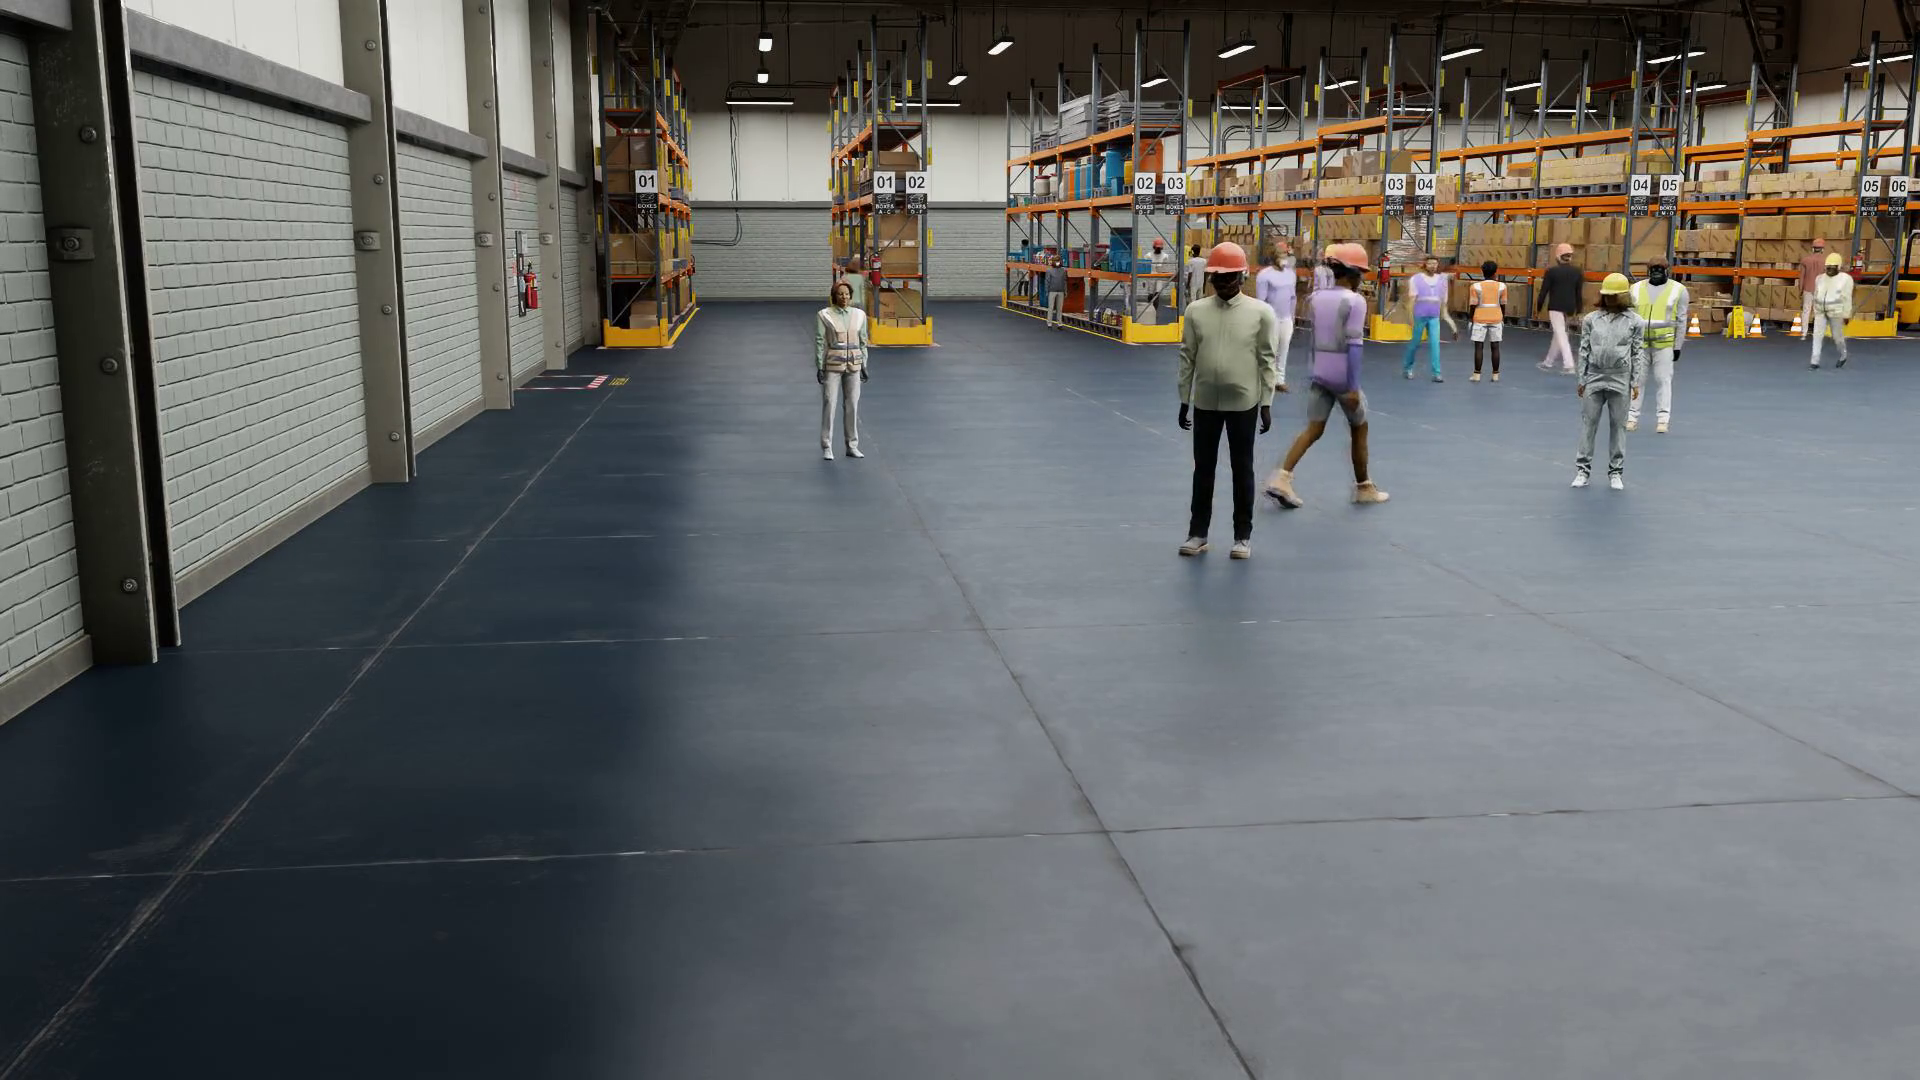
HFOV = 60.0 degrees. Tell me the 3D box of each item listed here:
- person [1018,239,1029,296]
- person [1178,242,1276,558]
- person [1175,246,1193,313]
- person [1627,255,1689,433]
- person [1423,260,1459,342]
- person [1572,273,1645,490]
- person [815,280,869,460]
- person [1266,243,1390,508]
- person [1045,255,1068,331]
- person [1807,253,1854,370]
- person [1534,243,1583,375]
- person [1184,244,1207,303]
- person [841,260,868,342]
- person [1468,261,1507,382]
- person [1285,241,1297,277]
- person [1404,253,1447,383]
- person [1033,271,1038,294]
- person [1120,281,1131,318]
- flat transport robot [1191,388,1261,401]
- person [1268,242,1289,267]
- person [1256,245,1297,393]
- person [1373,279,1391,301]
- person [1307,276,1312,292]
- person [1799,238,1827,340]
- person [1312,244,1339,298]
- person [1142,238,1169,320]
[{"bbox_3d":[2.039,-8.516,52.483,0.361,1.963,0.613,-8,13,-38],"label":"person"},{"bbox_3d":[1.670,-0.873,10.509,0.622,1.989,0.399,4,11,23],"label":"person"},{"bbox_3d":[5.698,-6.512,41.964,0.590,1.791,0.852,0,10,0],"label":"person"},{"bbox_3d":[7.196,-2.028,17.288,0.625,1.836,0.428,7,13,34],"label":"person"},{"bbox_3d":[9.362,-4.634,32.232,0.761,1.596,0.543,-3,11,-18],"label":"person"},{"bbox_3d":[5.222,-1.271,13.396,0.483,1.737,0.312,5,11,25],"label":"person"},{"bbox_3d":[-1.079,-1.553,15.209,0.523,1.638,0.310,-5,12,-27],"label":"person"},{"bbox_3d":[2.768,-1.223,12.468,1.051,1.994,0.611,-5,12,-27],"label":"person"},{"bbox_3d":[2.095,-5.359,36.088,0.507,1.631,0.266,-3,11,-16],"label":"person"},{"bbox_3d":[13.339,-3.486,25.407,0.848,1.797,0.594,-8,13,-38],"label":"person"},{"bbox_3d":[8.884,-3.406,24.597,0.607,1.937,1.080,-3,11,-16],"label":"person"},{"bbox_3d":[5.085,-5.434,35.897,0.521,1.856,0.328,-5,12,-26],"label":"person"},{"bbox_3d":[-1.966,-4.369,30.737,0.527,1.607,0.600,-7,13,-36],"label":"person"},{"bbox_3d":[7.359,-3.045,23.228,0.529,1.697,0.321,0,10,1],"label":"person"},{"bbox_3d":[7.052,-5.495,36.042,0.622,1.932,0.369,-7,13,-34],"label":"person"},{"bbox_3d":[6.562,-3.143,23.498,0.580,1.803,0.969,-2,10,-10],"label":"person"},{"bbox_3d":[2.269,-7.743,48.802,0.527,1.765,0.328,-7,12,-32],"label":"person"},{"bbox_3d":[4.240,-6.512,41.806,0.534,1.860,0.338,-6,12,-30],"label":"person"},{"bbox_3d":[3.349,-1.857,20.629,0.652,0.197,1.431,4,11,21],"label":"flat transport robot"},{"bbox_3d":[6.096,-4.728,31.842,0.386,1.930,0.540,9,14,41],"label":"person"},{"bbox_3d":[4.117,-2.899,21.821,0.635,1.922,0.598,-6,12,-29],"label":"person"},{"bbox_3d":[10.972,-6.663,43.256,0.513,1.631,0.318,-4,11,-20],"label":"person"},{"bbox_3d":[10.242,-7.638,47.791,0.549,1.920,0.556,1,10,5],"label":"person"},{"bbox_3d":[16.794,-4.912,32.643,0.609,1.997,0.375,7,13,34],"label":"person"},{"bbox_3d":[5.854,-3.709,26.279,0.605,1.911,0.487,6,12,30],"label":"person"},{"bbox_3d":[4.785,-6.400,40.797,0.630,2.006,0.771,0,10,-1],"label":"person"}]
